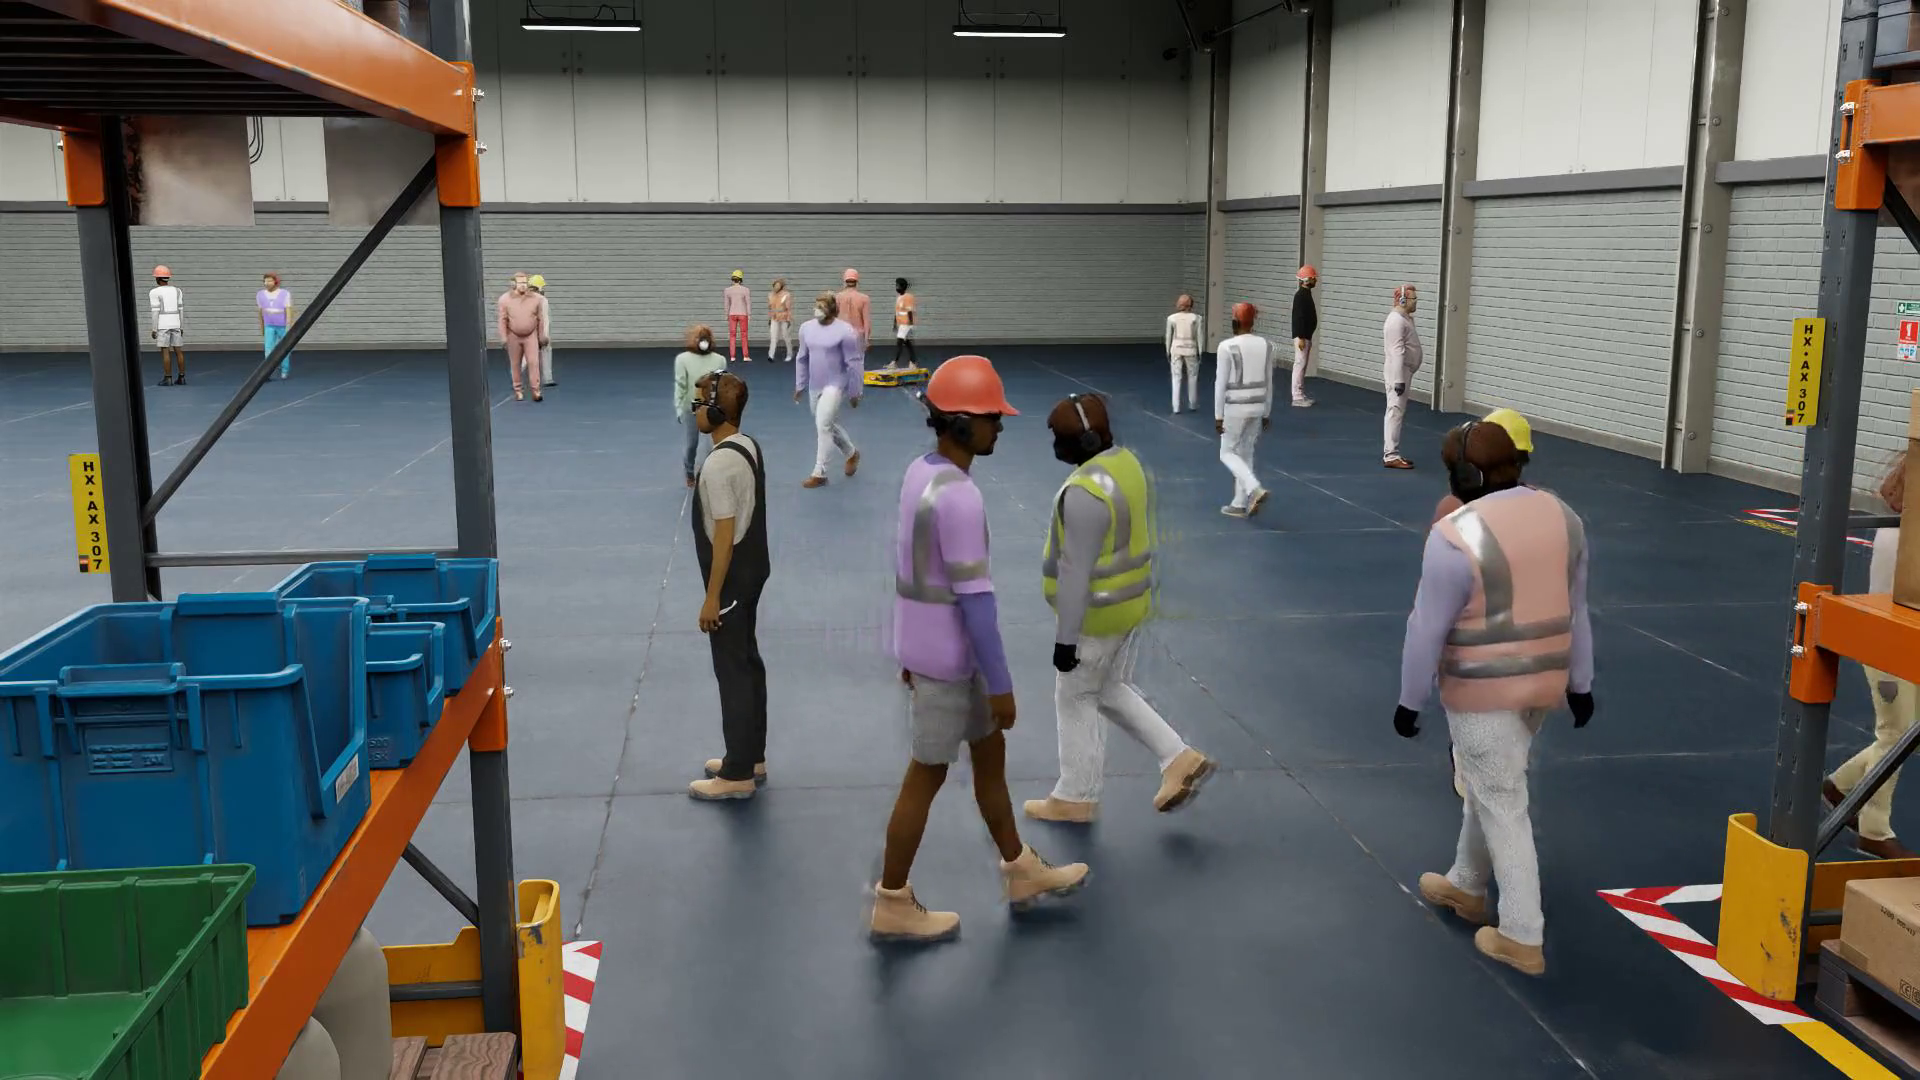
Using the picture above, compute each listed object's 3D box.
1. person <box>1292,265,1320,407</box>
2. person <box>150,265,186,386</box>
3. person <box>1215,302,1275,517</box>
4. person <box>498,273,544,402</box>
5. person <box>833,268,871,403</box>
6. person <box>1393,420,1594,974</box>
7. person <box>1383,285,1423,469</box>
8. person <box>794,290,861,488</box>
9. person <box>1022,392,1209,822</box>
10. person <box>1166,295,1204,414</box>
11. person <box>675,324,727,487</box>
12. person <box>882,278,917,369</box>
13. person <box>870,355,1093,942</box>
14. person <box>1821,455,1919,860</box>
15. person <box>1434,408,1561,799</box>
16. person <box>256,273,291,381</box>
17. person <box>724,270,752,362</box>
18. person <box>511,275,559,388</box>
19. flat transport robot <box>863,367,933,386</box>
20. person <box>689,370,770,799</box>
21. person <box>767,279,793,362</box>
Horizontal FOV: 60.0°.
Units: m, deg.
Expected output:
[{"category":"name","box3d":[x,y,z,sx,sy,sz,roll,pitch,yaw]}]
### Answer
[{"category":"person","box3d":[4.914,-2.907,23.724,0.373,1.997,0.619,4,11,19]},{"category":"person","box3d":[-12.829,-3.459,26.908,0.348,1.943,0.542,6,12,31]},{"category":"person","box3d":[2.442,-1.081,14.094,0.579,1.865,0.631,-5,12,-26]},{"category":"person","box3d":[-6.366,-2.928,24.195,0.659,1.865,0.923,-4,11,-20]},{"category":"person","box3d":[-1.614,-2.971,24.223,0.627,1.958,0.994,1,10,7]},{"category":"person","box3d":[1.730,0.493,5.610,0.665,1.803,0.803,-6,12,-29]},{"category":"person","box3d":[4.616,-1.703,17.377,0.408,1.908,0.645,3,11,15]},{"category":"person","box3d":[-1.241,-1.492,16.254,0.619,1.907,0.950,7,13,34]},{"category":"person","box3d":[0.606,0.303,6.689,0.675,1.808,0.660,4,11,20]},{"category":"person","box3d":[3.098,-2.545,22.812,0.558,1.604,0.786,3,11,18]},{"category":"person","box3d":[-2.443,-1.242,15.670,0.501,1.607,0.726,-3,11,-17]},{"category":"person","box3d":[-1.102,-3.835,29.714,0.798,1.659,0.557,-4,11,-22]},{"category":"person","box3d":[0.100,0.382,5.671,0.927,2.003,0.628,-2,10,-10]},{"category":"person","box3d":[3.592,0.450,6.375,0.388,1.608,0.519,10,14,43]},{"category":"person","box3d":[2.146,0.317,6.756,0.524,1.739,0.806,-1,10,-7]},{"category":"person","box3d":[-11.462,-3.547,27.811,0.576,1.790,0.980,-1,10,-8]},{"category":"person","box3d":[-4.277,-4.317,32.090,0.524,1.769,0.314,1,10,7]},{"category":"person","box3d":[-6.743,-3.282,26.287,0.601,1.815,0.756,8,13,36]},{"category":"flat transport robot","box3d":[-1.028,-2.682,27.231,0.652,0.197,1.431,7,13,35]},{"category":"person","box3d":[-0.999,0.192,7.156,0.343,1.846,0.507,1,10,7]},{"category":"person","box3d":[-3.475,-4.217,32.025,0.551,1.590,0.886,3,11,17]}]
